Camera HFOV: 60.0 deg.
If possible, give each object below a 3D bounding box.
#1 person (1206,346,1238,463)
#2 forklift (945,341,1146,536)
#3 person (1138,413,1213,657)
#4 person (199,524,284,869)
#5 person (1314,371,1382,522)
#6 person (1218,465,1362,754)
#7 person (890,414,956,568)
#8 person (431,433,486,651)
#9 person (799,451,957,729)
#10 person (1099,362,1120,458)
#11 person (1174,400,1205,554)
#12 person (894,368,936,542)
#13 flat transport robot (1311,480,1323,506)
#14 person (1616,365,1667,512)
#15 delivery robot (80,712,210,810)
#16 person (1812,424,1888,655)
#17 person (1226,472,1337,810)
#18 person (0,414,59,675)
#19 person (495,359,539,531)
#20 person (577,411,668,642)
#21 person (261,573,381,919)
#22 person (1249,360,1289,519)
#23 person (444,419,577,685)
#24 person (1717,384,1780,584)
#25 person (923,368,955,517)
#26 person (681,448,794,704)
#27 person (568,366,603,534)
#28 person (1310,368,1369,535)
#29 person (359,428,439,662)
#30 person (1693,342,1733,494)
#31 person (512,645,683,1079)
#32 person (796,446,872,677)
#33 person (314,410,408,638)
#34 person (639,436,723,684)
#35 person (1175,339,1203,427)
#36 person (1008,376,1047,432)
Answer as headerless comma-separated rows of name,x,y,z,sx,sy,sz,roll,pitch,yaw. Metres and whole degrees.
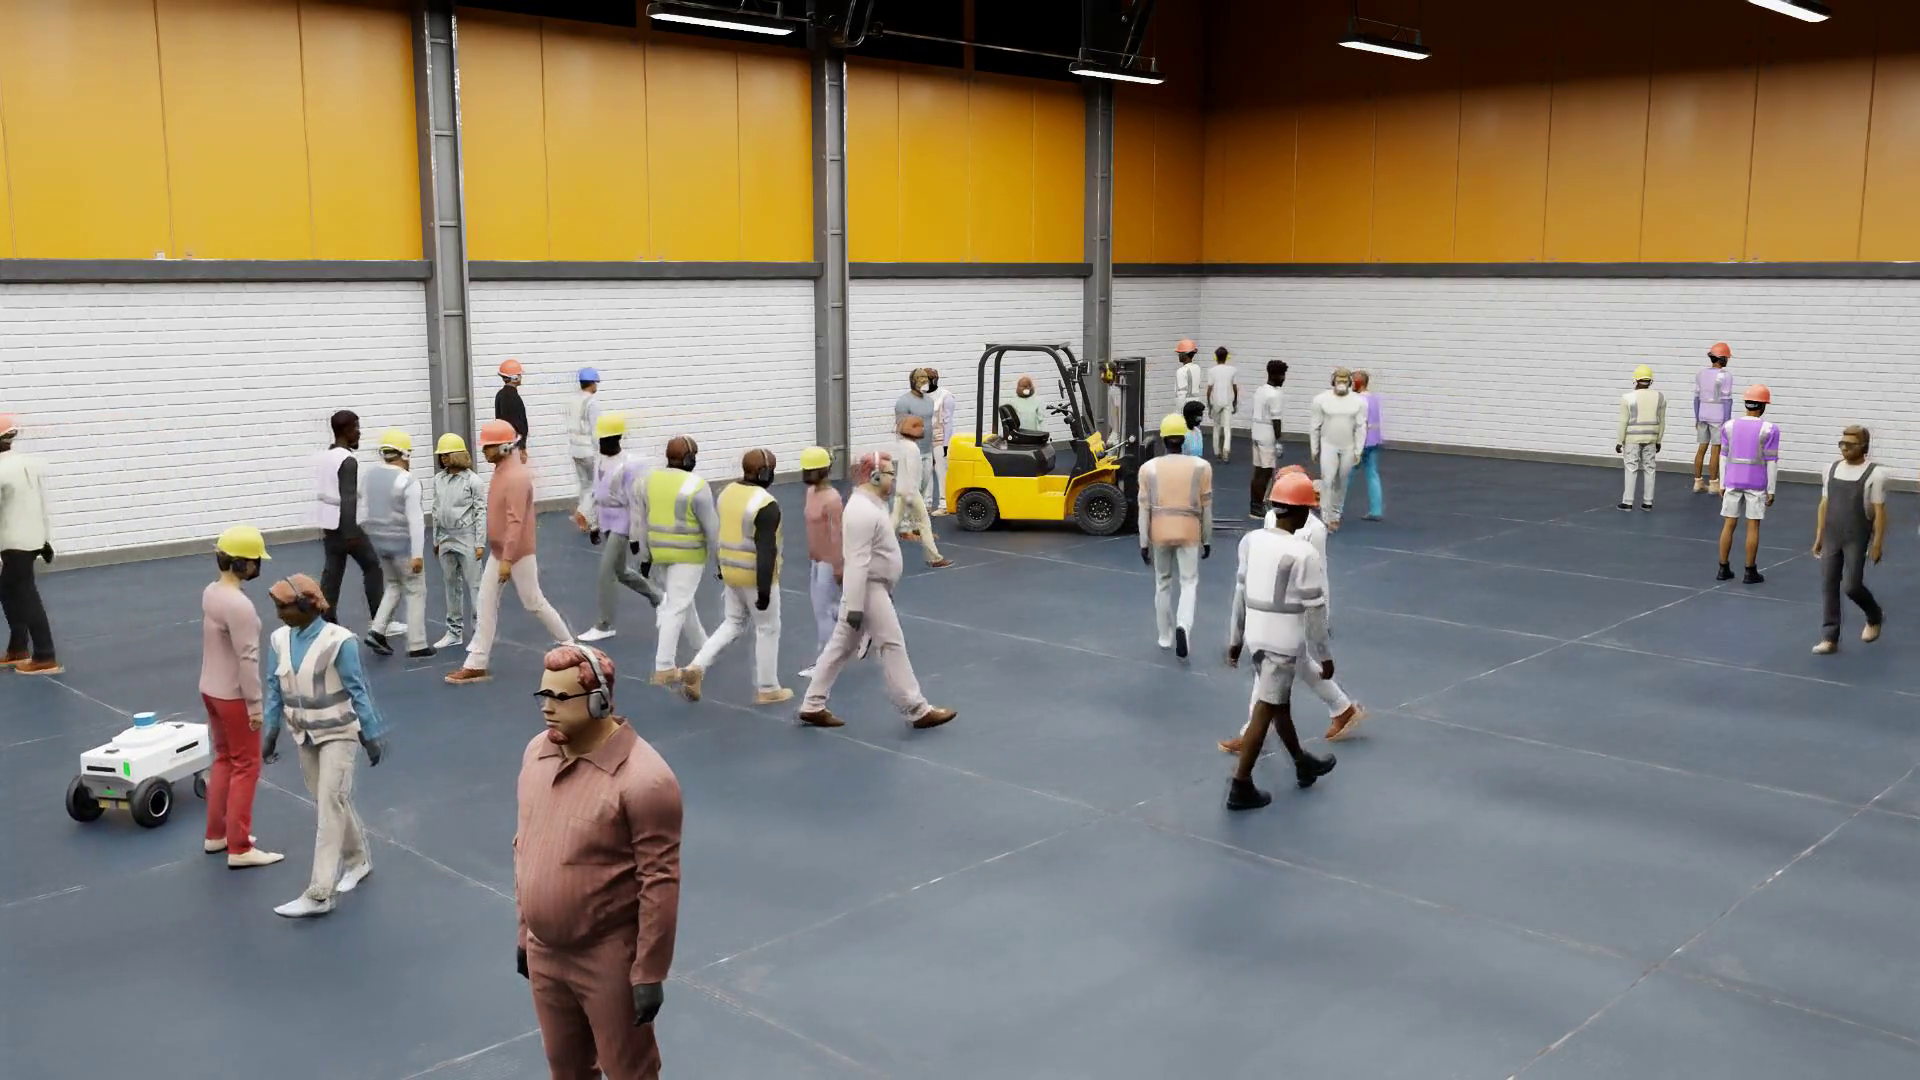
person,4.118,-2.125,26.137,0.512,1.827,0.953,1,9,8
forklift,0.977,-1.223,19.452,2.313,2.155,1.214,2,9,11
person,1.678,-0.033,13.036,0.588,1.908,0.765,1,9,9
person,-3.688,0.784,8.524,0.378,1.747,0.532,-8,13,-42
person,4.766,-1.141,20.111,0.903,1.801,0.587,9,13,44
person,2.139,0.427,10.465,0.985,1.840,0.563,-3,10,-15
person,-0.511,-0.478,16.746,0.876,1.586,0.513,-3,10,-20
person,-3.995,0.019,13.218,0.492,1.742,0.318,4,10,23
person,-0.582,0.342,10.931,1.056,1.854,0.657,-1,9,-5
person,2.053,-1.437,21.990,1.034,1.810,0.564,3,10,16
person,2.376,-0.629,17.413,0.385,1.662,0.603,6,11,34
person,-0.485,-0.952,18.575,0.356,1.938,0.633,6,11,34
flat transport robot,4.523,-0.632,21.712,0.652,0.197,1.431,2,10,14
person,8.501,-1.264,20.809,0.586,1.833,0.402,0,9,-3
delivery robot,-4.536,1.207,9.281,0.477,0.478,0.707,2,10,13
person,7.041,-0.009,13.132,0.606,1.829,0.513,-5,11,-29
person,1.890,0.563,9.410,0.946,1.889,0.576,-5,11,-30
person,-7.118,0.040,12.398,0.730,1.961,0.638,-1,9,-4
person,-5.164,-1.091,19.247,0.373,1.997,0.618,-7,12,-37
person,-2.758,-0.131,13.678,0.830,1.893,0.613,-7,12,-39
person,-3.048,0.956,7.902,0.574,1.602,0.706,4,10,25
person,3.752,-1.219,20.204,0.429,1.945,0.650,-1,9,-9
person,-3.275,0.077,12.252,1.008,1.954,0.617,-7,11,-36
person,7.633,-0.542,16.098,0.382,1.931,0.540,-9,13,-44
person,-0.354,-1.200,20.438,0.619,1.836,0.431,7,11,35
person,-1.528,0.271,11.469,0.762,1.814,0.639,-8,12,-41
person,-4.237,-1.011,18.970,0.485,1.927,0.609,-8,12,-40
person,4.332,-1.002,18.970,0.628,1.905,0.831,1,9,5
person,-4.363,0.042,12.870,0.609,1.805,0.481,5,10,26
person,10.200,-1.643,22.490,0.390,2.045,0.607,-3,10,-18
person,-1.151,1.258,5.125,0.641,1.908,0.407,6,11,33
person,-0.927,0.147,12.429,0.612,1.740,0.539,-4,10,-24
person,-4.901,-0.116,13.577,0.846,1.886,0.625,-8,12,-39
person,-1.997,0.124,12.397,0.660,1.795,0.934,6,11,35
person,3.198,-1.824,23.604,0.371,2.044,0.608,6,11,32
person,0.890,-1.424,22.474,0.536,1.605,0.705,-1,9,-6
